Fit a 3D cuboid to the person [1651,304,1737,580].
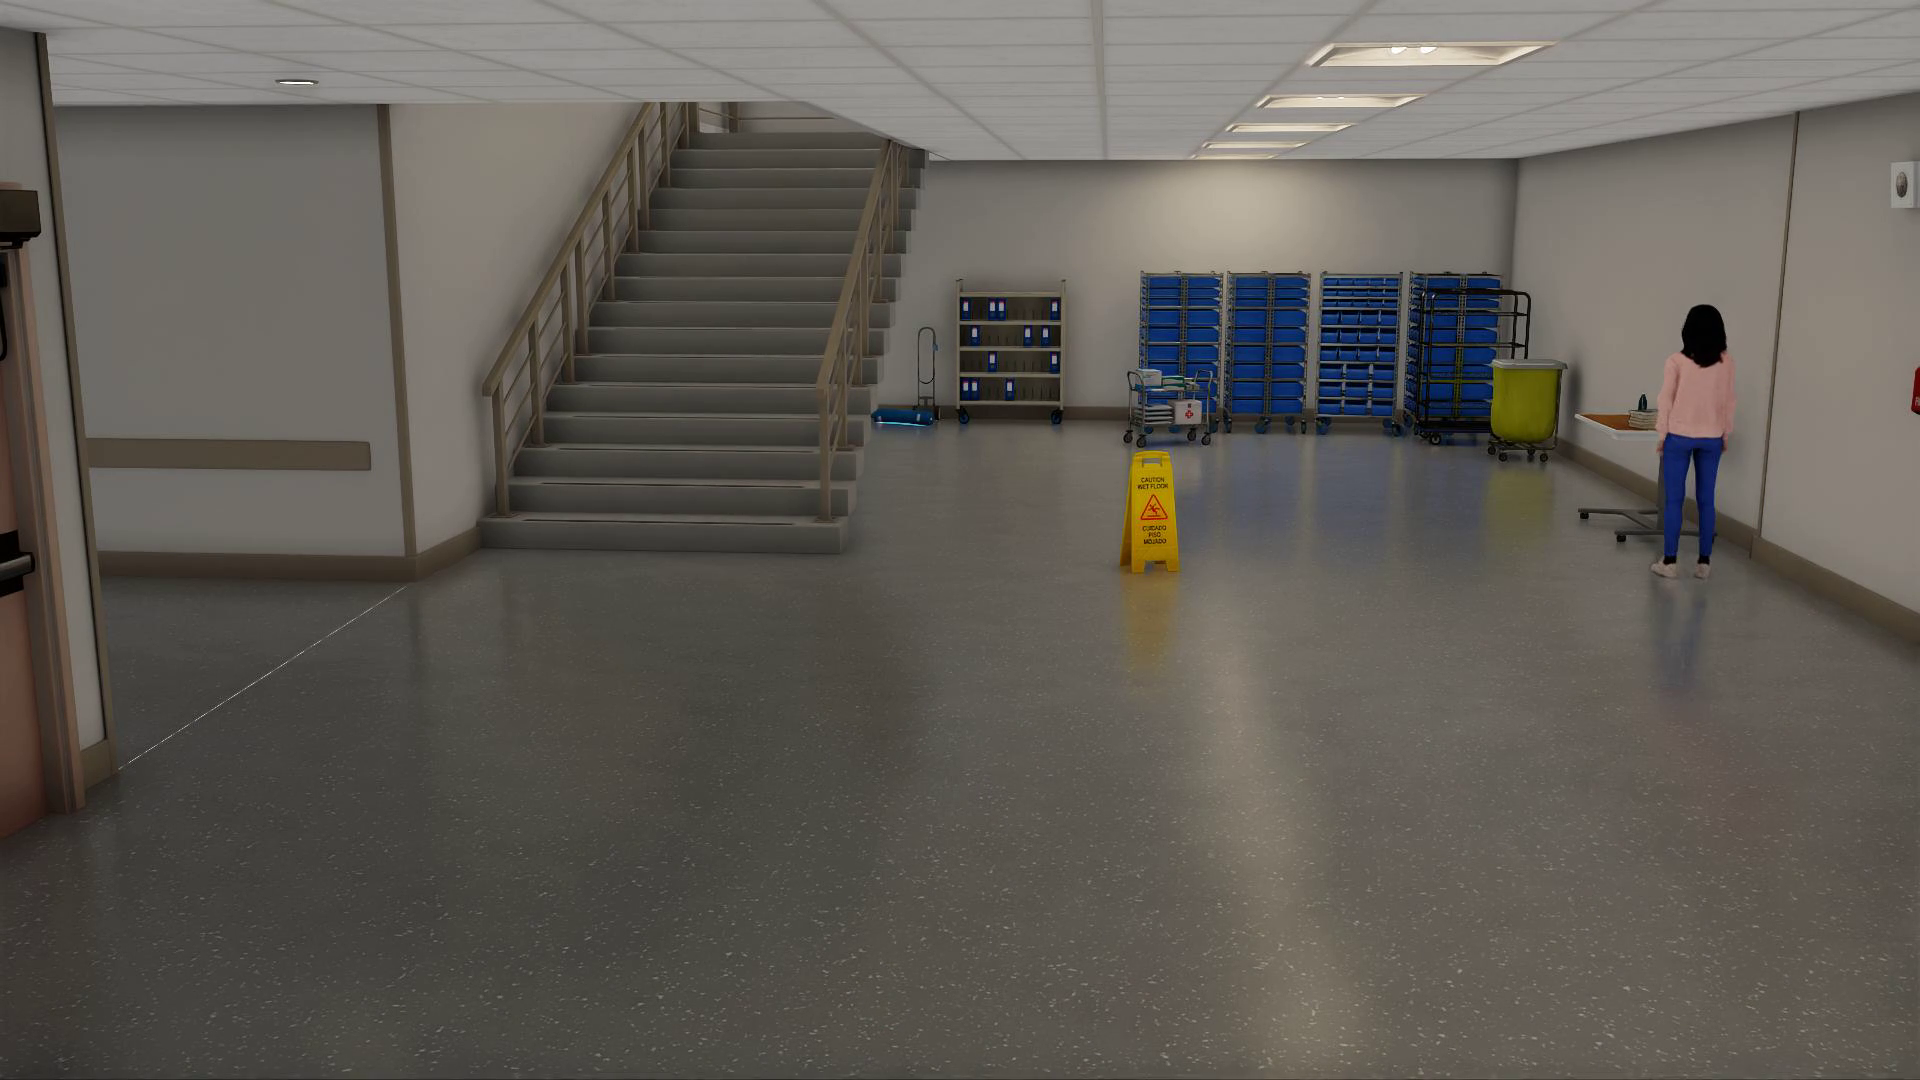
[{"bbox_3d":[4.725,-0.635,10.708,0.639,1.770,0.535,1,11,7],"label":"person"}]
